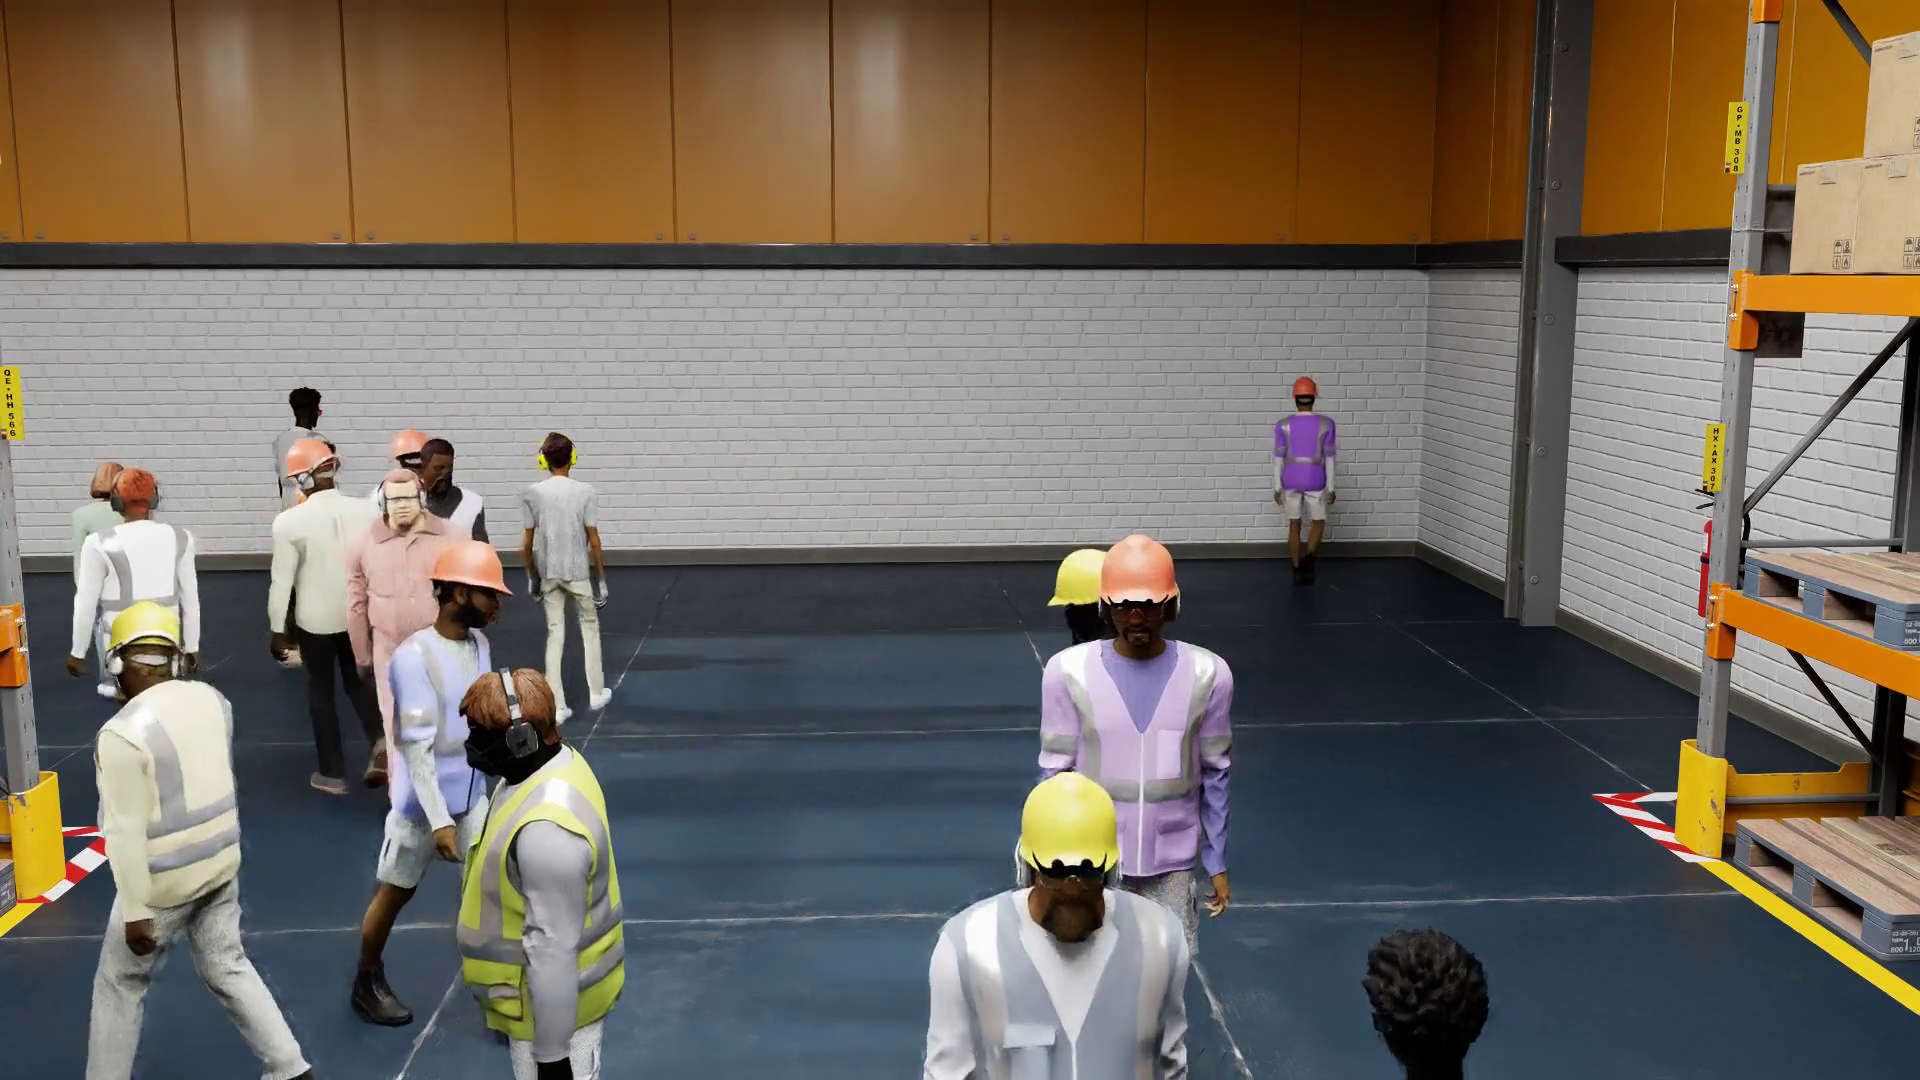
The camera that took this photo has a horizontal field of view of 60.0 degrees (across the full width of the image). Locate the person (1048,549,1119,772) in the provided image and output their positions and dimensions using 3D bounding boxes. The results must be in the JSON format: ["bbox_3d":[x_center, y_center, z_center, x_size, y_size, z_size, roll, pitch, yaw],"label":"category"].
[{"bbox_3d":[0.505,0.975,5.745,0.458,1.904,0.611,8,12,40],"label":"person"}]

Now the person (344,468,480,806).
[{"bbox_3d":[-2.823,0.547,8.619,0.643,1.863,0.980,-4,10,-23],"label":"person"}]

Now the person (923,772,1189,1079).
[{"bbox_3d":[0.207,1.353,3.751,0.603,1.798,0.883,-1,9,-3],"label":"person"}]

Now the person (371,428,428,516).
[{"bbox_3d":[-3.383,0.258,10.333,0.536,1.900,0.913,-1,9,-7],"label":"person"}]

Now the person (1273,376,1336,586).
[{"bbox_3d":[3.108,-0.516,15.045,0.572,1.925,0.556,3,9,16],"label":"person"}]

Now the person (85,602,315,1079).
[{"bbox_3d":[-2.570,1.090,5.478,0.758,1.770,0.599,2,9,12],"label":"person"}]

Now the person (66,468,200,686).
[{"bbox_3d":[-4.278,0.543,8.709,0.977,1.844,0.592,6,11,33],"label":"person"}]

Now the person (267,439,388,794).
[{"bbox_3d":[-3.363,0.432,9.004,0.626,1.959,0.660,8,12,43],"label":"person"}]

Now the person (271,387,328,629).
[{"bbox_3d":[-5.198,-0.242,13.258,0.605,1.957,0.364,6,11,32],"label":"person"}]

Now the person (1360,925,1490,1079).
[{"bbox_3d":[0.830,1.544,2.949,0.536,1.661,0.784,0,9,0],"label":"person"}]

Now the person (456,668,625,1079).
[{"bbox_3d":[-1.112,1.229,4.443,0.430,1.829,0.625,-2,9,-14],"label":"person"}]

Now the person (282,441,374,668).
[{"bbox_3d":[-4.494,0.113,11.925,0.876,1.645,0.547,-2,9,-11],"label":"person"}]

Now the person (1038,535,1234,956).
[{"bbox_3d":[0.553,0.989,5.239,0.613,2.041,0.393,0,9,0],"label":"person"}]

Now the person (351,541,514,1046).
[{"bbox_3d":[-1.895,0.935,6.149,1.025,1.865,0.558,4,10,26],"label":"person"}]

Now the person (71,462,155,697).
[{"bbox_3d":[-5.594,0.281,11.040,0.519,1.608,0.678,-6,11,-31],"label":"person"}]

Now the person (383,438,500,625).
[{"bbox_3d":[-3.009,0.348,9.776,0.619,1.872,0.955,-8,12,-40],"label":"person"}]

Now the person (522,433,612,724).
[{"bbox_3d":[-2.494,0.225,10.703,0.560,1.834,0.810,1,9,3],"label":"person"}]
